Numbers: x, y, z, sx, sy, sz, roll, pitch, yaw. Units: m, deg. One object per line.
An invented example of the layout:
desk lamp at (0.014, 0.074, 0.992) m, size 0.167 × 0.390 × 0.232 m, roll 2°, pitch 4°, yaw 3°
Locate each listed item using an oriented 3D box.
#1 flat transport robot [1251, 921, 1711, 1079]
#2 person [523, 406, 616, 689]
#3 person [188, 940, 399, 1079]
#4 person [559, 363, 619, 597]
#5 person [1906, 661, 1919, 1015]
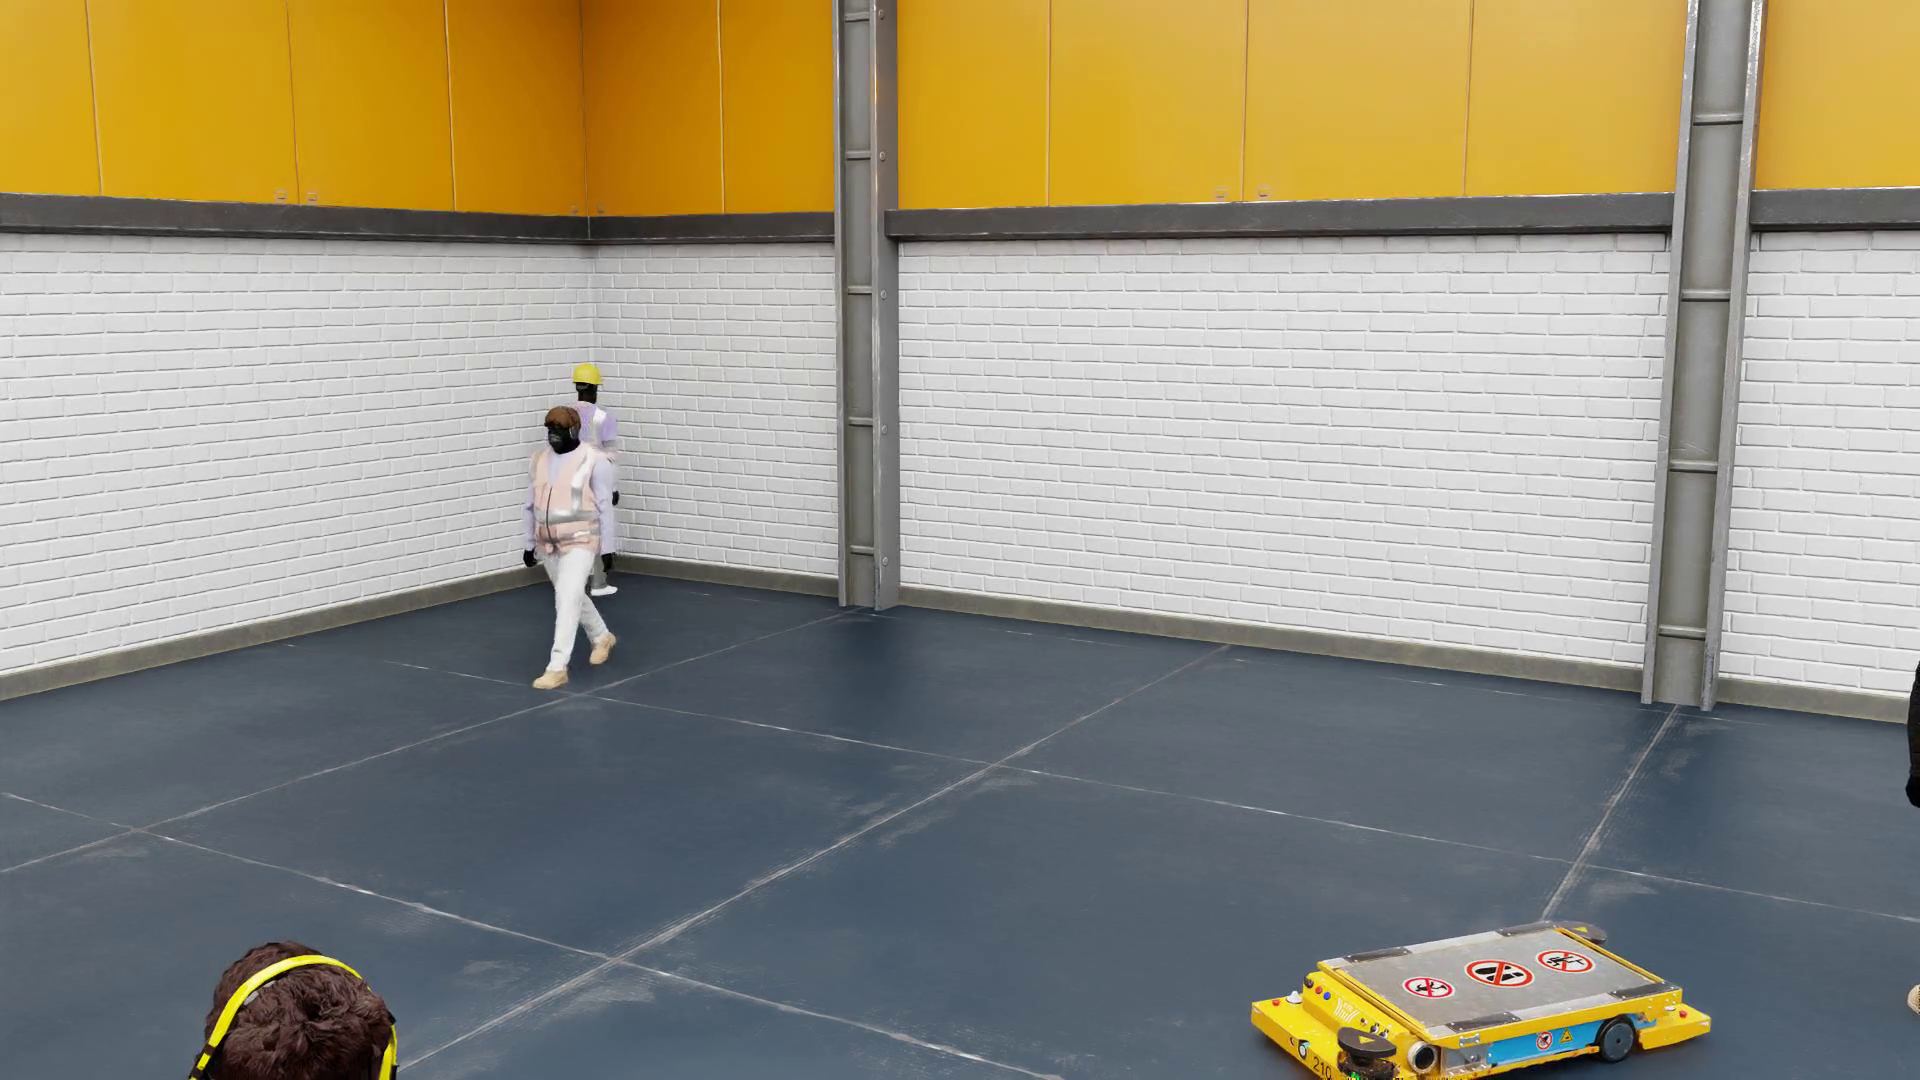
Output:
flat transport robot at (1.795, 1.600, 5.738) m, size 1.431 × 0.197 × 0.652 m, roll -4°, pitch 10°, yaw -21°
person at (-2.549, 0.008, 10.924) m, size 0.637 × 1.806 × 0.932 m, roll 4°, pitch 10°, yaw 25°
person at (-0.760, 1.402, 2.036) m, size 0.325 × 1.860 × 0.516 m, roll 7°, pitch 11°, yaw 36°
person at (-3.066, -0.490, 13.677) m, size 0.591 × 1.919 × 0.402 m, roll 2°, pitch 9°, yaw 14°
person at (3.643, 0.814, 5.808) m, size 0.630 × 1.834 × 0.432 m, roll 3°, pitch 9°, yaw 16°
